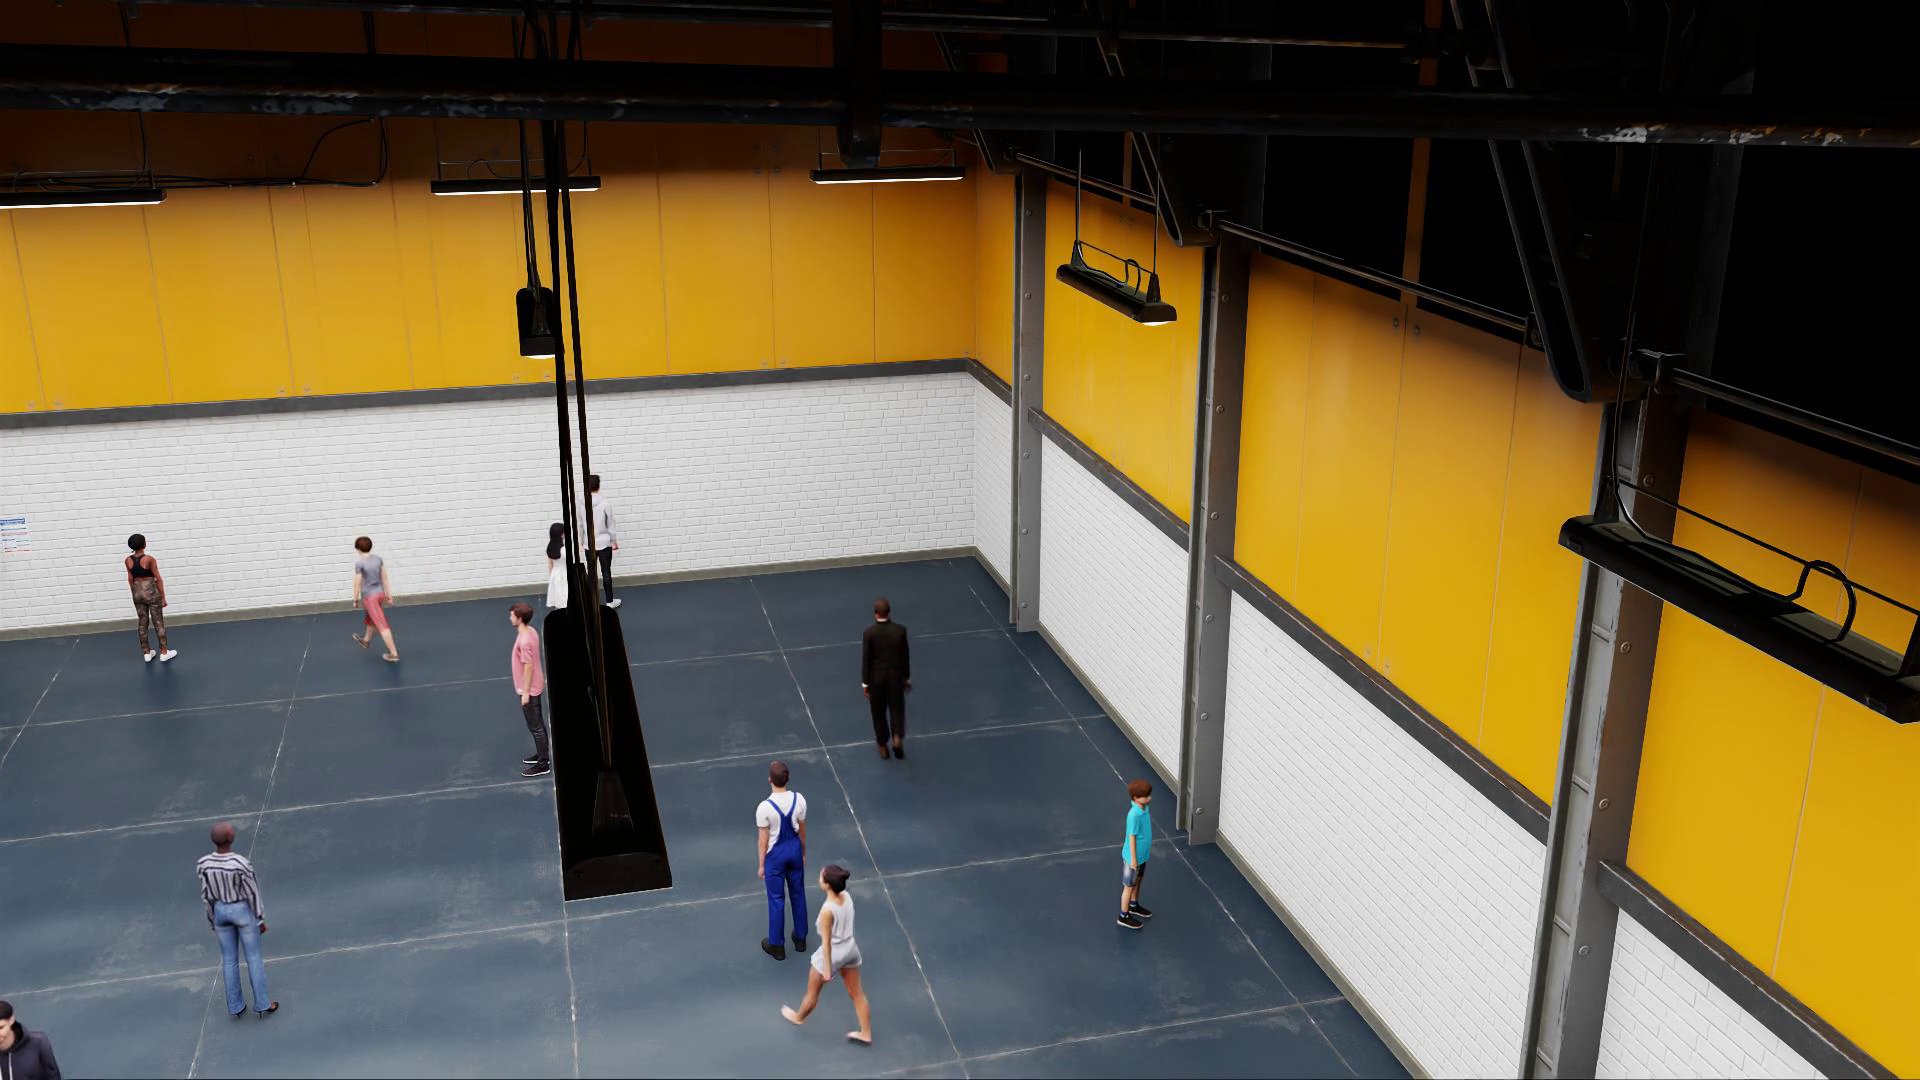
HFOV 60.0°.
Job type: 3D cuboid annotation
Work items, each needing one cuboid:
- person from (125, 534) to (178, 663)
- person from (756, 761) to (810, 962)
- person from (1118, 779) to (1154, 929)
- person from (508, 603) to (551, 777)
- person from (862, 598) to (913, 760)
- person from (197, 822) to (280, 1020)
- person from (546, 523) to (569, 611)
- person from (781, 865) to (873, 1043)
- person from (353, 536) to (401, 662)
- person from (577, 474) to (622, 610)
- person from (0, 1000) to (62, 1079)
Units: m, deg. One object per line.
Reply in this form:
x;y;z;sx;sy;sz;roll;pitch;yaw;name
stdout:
-10.345;0.721;21.157;0.628;1.700;0.615;0;19;0;person
-1.564;2.815;14.705;0.683;1.851;0.652;-10;21;-28;person
1.612;2.841;15.258;0.653;1.448;0.581;8;20;23;person
-4.675;1.609;18.118;0.708;1.957;0.498;-3;19;-9;person
-0.792;1.575;18.315;0.761;1.895;0.957;-3;19;-9;person
-6.000;3.155;13.781;0.686;1.795;0.640;1;19;3;person
-5.093;0.625;21.327;0.755;1.774;0.834;15;24;37;person
-0.923;3.387;13.451;1.078;1.567;1.002;11;21;29;person
-7.392;0.784;21.123;1.149;1.604;1.081;11;21;29;person
-4.989;0.023;22.871;0.770;1.930;0.746;2;19;7;person
-6.438;3.925;11.440;0.679;1.831;1.166;-5;19;-16;person
